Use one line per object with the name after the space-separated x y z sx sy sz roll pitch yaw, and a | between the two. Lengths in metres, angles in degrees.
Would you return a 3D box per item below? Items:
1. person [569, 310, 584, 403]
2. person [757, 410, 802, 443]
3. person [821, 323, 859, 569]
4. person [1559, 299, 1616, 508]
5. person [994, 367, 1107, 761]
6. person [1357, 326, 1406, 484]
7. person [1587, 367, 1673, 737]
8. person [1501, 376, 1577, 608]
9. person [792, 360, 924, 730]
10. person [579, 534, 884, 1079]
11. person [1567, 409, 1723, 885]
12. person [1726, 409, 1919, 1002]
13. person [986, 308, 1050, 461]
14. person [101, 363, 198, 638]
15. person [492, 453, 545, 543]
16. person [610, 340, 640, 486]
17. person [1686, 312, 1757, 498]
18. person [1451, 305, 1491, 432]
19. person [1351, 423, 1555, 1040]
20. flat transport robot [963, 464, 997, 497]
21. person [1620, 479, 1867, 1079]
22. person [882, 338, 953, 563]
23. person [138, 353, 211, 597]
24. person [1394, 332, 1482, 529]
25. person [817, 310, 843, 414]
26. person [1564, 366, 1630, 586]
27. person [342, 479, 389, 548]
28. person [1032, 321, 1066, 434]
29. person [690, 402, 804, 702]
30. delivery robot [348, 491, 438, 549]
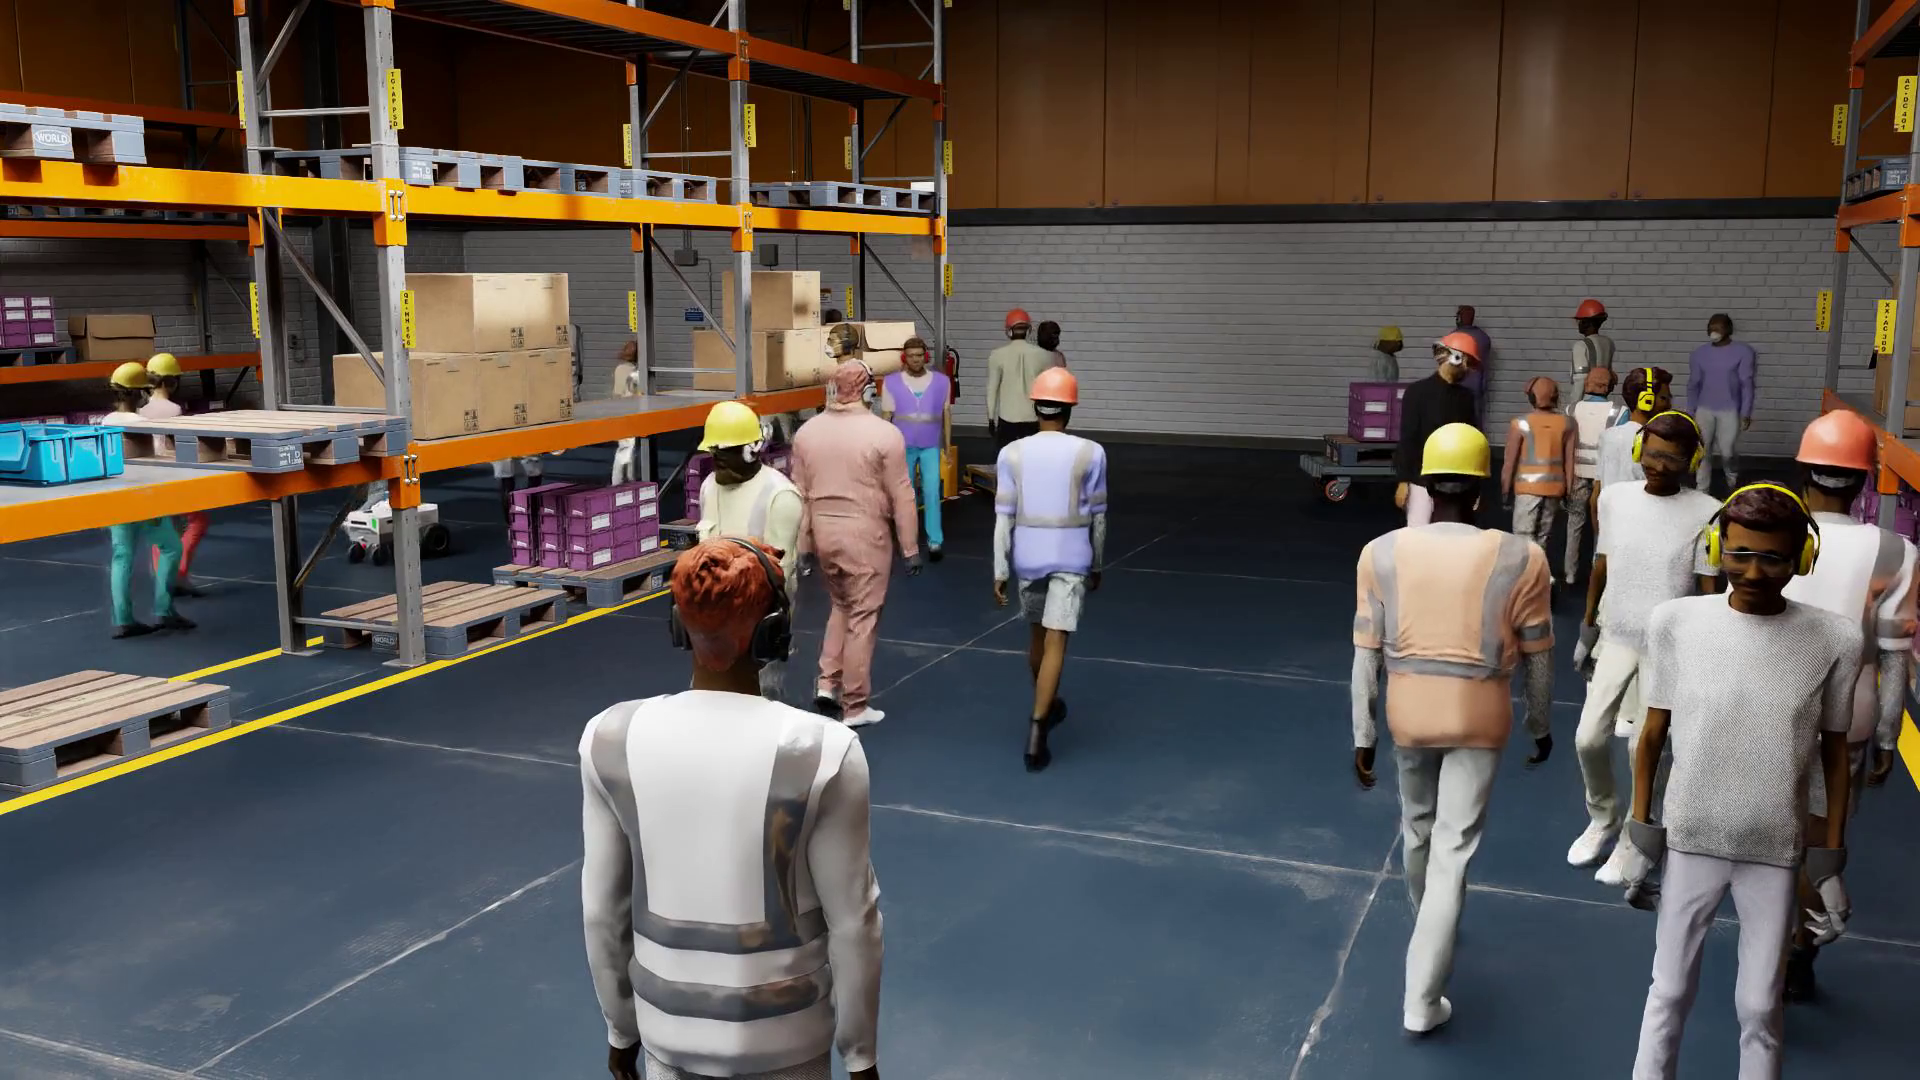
-5.285 -2.229 22.229 0.572 1.883 0.354 -9 13 -44 | person
-1.929 -1.308 17.450 0.536 1.615 0.388 -1 9 -4 | person
-0.873 -0.675 12.641 0.372 1.940 0.632 -1 9 -7 | person
6.075 -1.308 16.162 0.614 2.042 0.373 -8 12 -40 | person
0.435 0.104 8.134 0.534 1.884 1.039 3 10 18 | person
4.664 -1.438 17.943 0.773 1.711 0.504 6 11 31 | person
3.397 0.059 8.419 0.333 1.866 0.515 -3 10 -17 | person
4.022 -0.327 11.512 0.521 1.612 0.711 -1 9 -9 | person
-0.525 0.027 8.556 0.663 1.892 0.465 6 11 33 | person
-0.416 0.922 3.134 0.575 1.883 0.355 2 10 13 | person
2.564 0.419 6.302 0.412 1.839 0.579 -9 13 -43 | person
2.665 0.559 5.210 0.556 1.921 0.575 4 10 21 | person
0.559 -1.174 15.549 0.630 1.974 0.641 -2 10 -10 | person
-5.203 -0.259 10.659 0.547 1.747 0.591 6 11 30 | person
-3.817 -0.816 14.271 0.537 1.676 0.423 1 9 4 | person
-3.305 -1.217 16.896 0.654 1.612 0.518 -8 12 -39 | person
7.394 -1.252 16.188 0.647 1.921 0.562 9 13 43 | person
5.926 -1.813 19.636 0.644 1.907 0.400 -4 10 -24 | person
1.591 0.562 5.357 0.598 1.868 1.008 5 11 30 | person
0.525 -0.640 17.464 0.652 0.197 1.431 -3 10 -15 | flat transport robot
1.904 0.775 4.081 0.519 1.865 0.328 4 10 24 | person
-0.339 -0.721 13.367 0.589 1.783 0.979 -1 9 -6 | person
-5.605 -0.445 11.809 0.526 1.753 0.390 6 11 31 | person
3.064 -0.382 10.866 0.680 1.949 0.485 -5 11 -27 | person
-1.434 -1.686 18.985 0.597 1.861 1.032 0 9 2 | person
4.668 -0.456 12.218 0.511 1.640 0.308 9 13 43 | person
-4.902 -0.697 13.734 0.513 1.616 0.538 7 12 35 | person
0.814 -1.341 17.063 0.631 1.815 0.793 -8 12 -40 | person
-0.924 0.301 7.145 0.590 1.799 0.432 7 12 36 | person
-4.559 -0.155 13.391 0.477 0.478 0.707 5 11 30 | delivery robot
